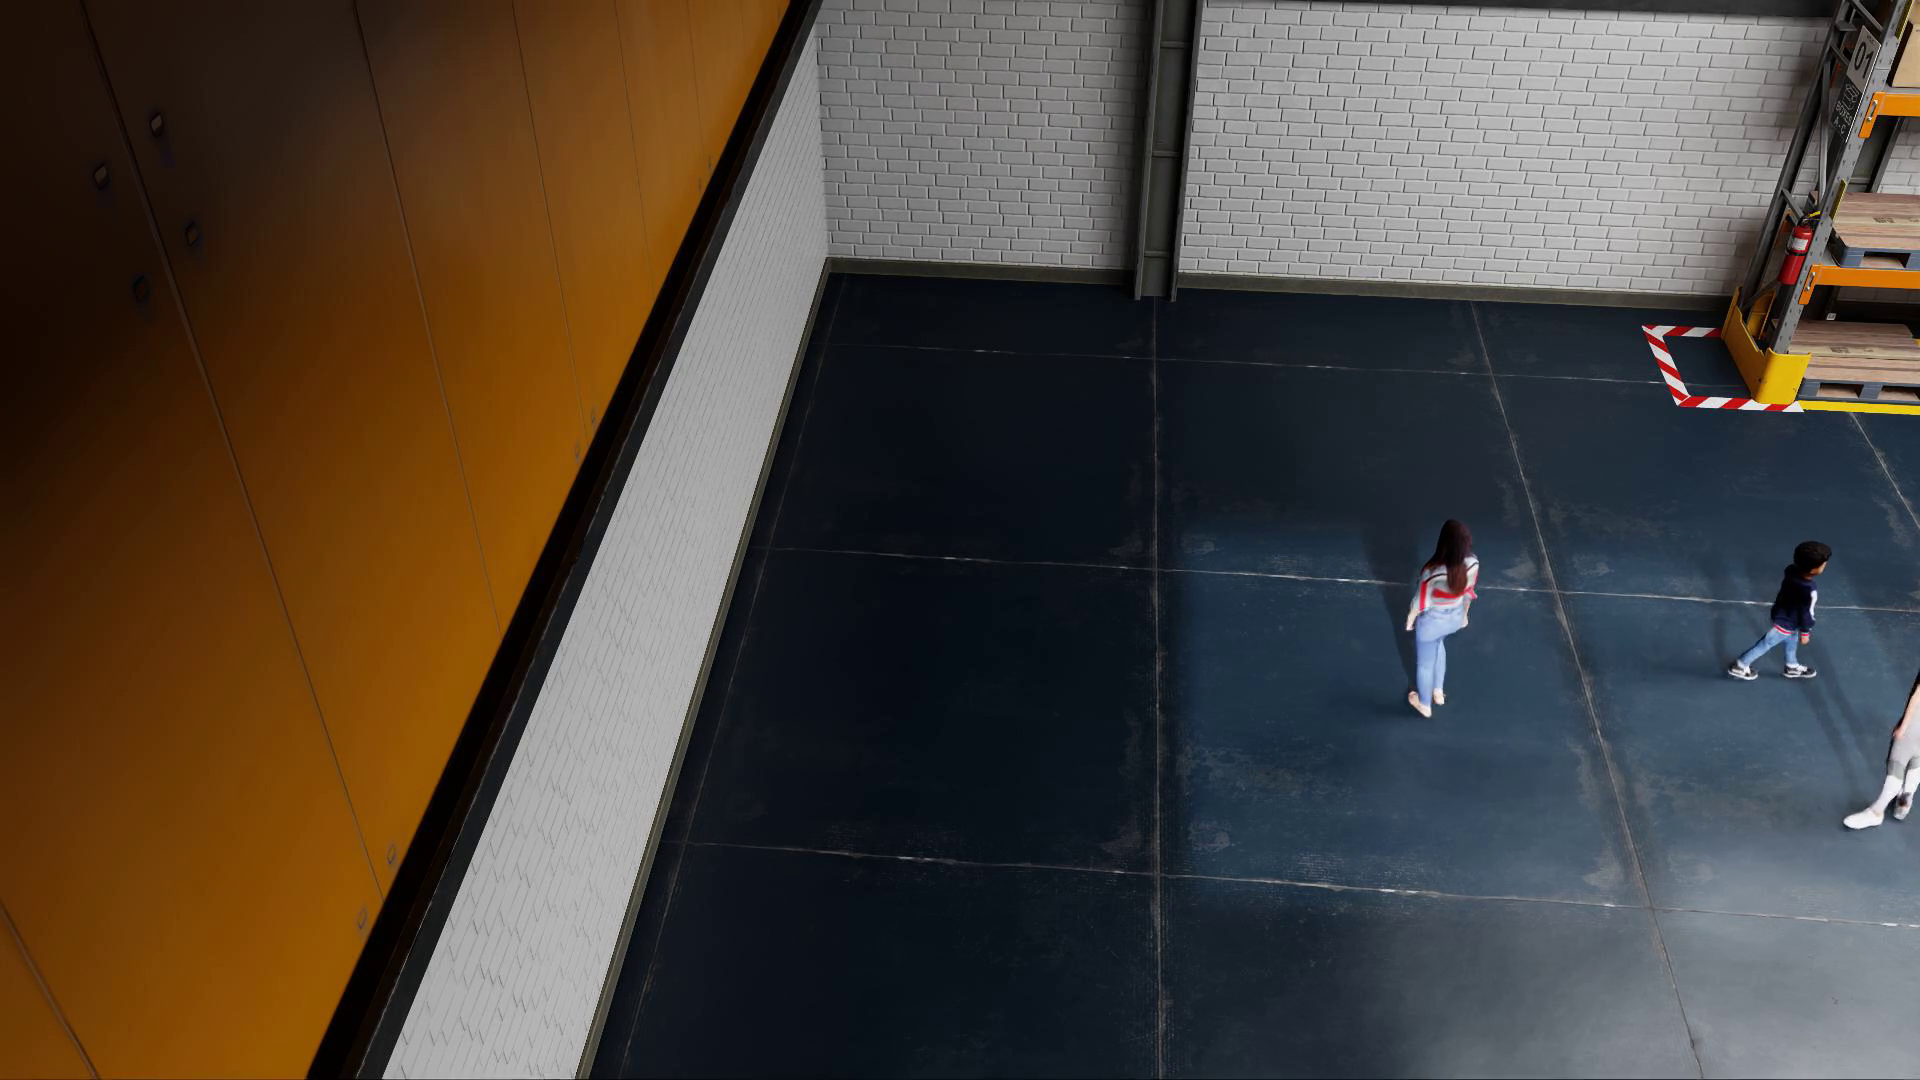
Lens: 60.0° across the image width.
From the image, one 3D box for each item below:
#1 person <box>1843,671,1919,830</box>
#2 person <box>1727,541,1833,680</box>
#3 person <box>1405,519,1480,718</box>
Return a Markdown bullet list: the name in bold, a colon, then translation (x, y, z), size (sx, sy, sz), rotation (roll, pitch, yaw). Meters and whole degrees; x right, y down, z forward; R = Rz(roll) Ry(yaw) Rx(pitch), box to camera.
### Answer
- **person**: translation (5.924, 1.123, 10.240), size (0.680, 1.679, 0.857), rotation (-26, 45, -29)
- **person**: translation (5.621, 0.515, 11.389), size (0.824, 1.195, 0.556), rotation (5, 39, 6)
- **person**: translation (3.215, 0.577, 10.984), size (0.659, 1.604, 0.766), rotation (-12, 40, -15)
